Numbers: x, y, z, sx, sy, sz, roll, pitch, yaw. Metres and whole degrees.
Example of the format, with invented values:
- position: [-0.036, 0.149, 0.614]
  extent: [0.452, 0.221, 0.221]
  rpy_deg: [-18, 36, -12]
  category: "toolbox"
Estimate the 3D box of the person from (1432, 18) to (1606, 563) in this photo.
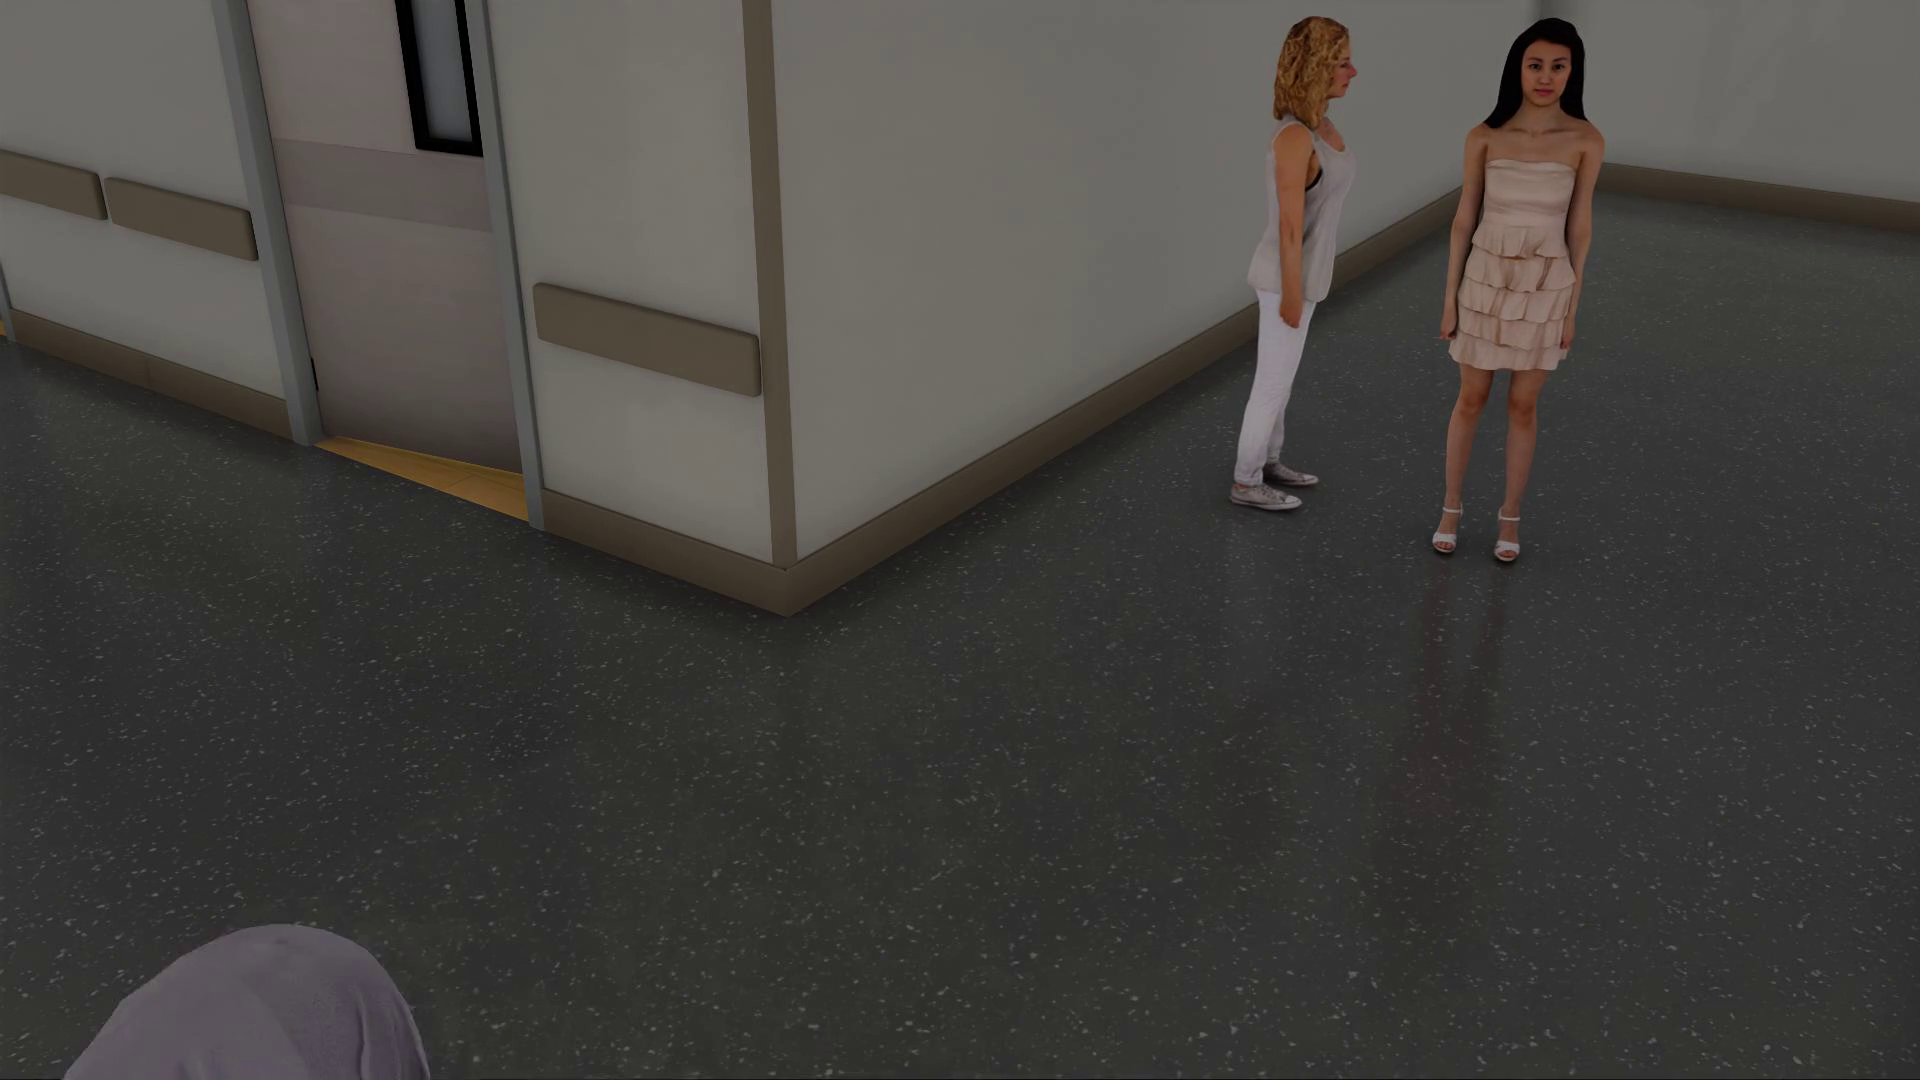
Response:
- position: [1.735, -0.745, 5.216]
  extent: [0.616, 1.733, 0.606]
  rpy_deg: [9, 27, 18]
  category: "person"

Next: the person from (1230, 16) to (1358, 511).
- position: [1.120, -0.924, 5.659]
  extent: [0.699, 1.671, 0.570]
  rpy_deg: [9, 27, 17]
  category: "person"

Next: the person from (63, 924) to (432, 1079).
- position: [-0.367, 1.035, 1.503]
  extent: [0.690, 1.753, 0.921]
  rpy_deg: [20, 32, 35]
  category: "person"
